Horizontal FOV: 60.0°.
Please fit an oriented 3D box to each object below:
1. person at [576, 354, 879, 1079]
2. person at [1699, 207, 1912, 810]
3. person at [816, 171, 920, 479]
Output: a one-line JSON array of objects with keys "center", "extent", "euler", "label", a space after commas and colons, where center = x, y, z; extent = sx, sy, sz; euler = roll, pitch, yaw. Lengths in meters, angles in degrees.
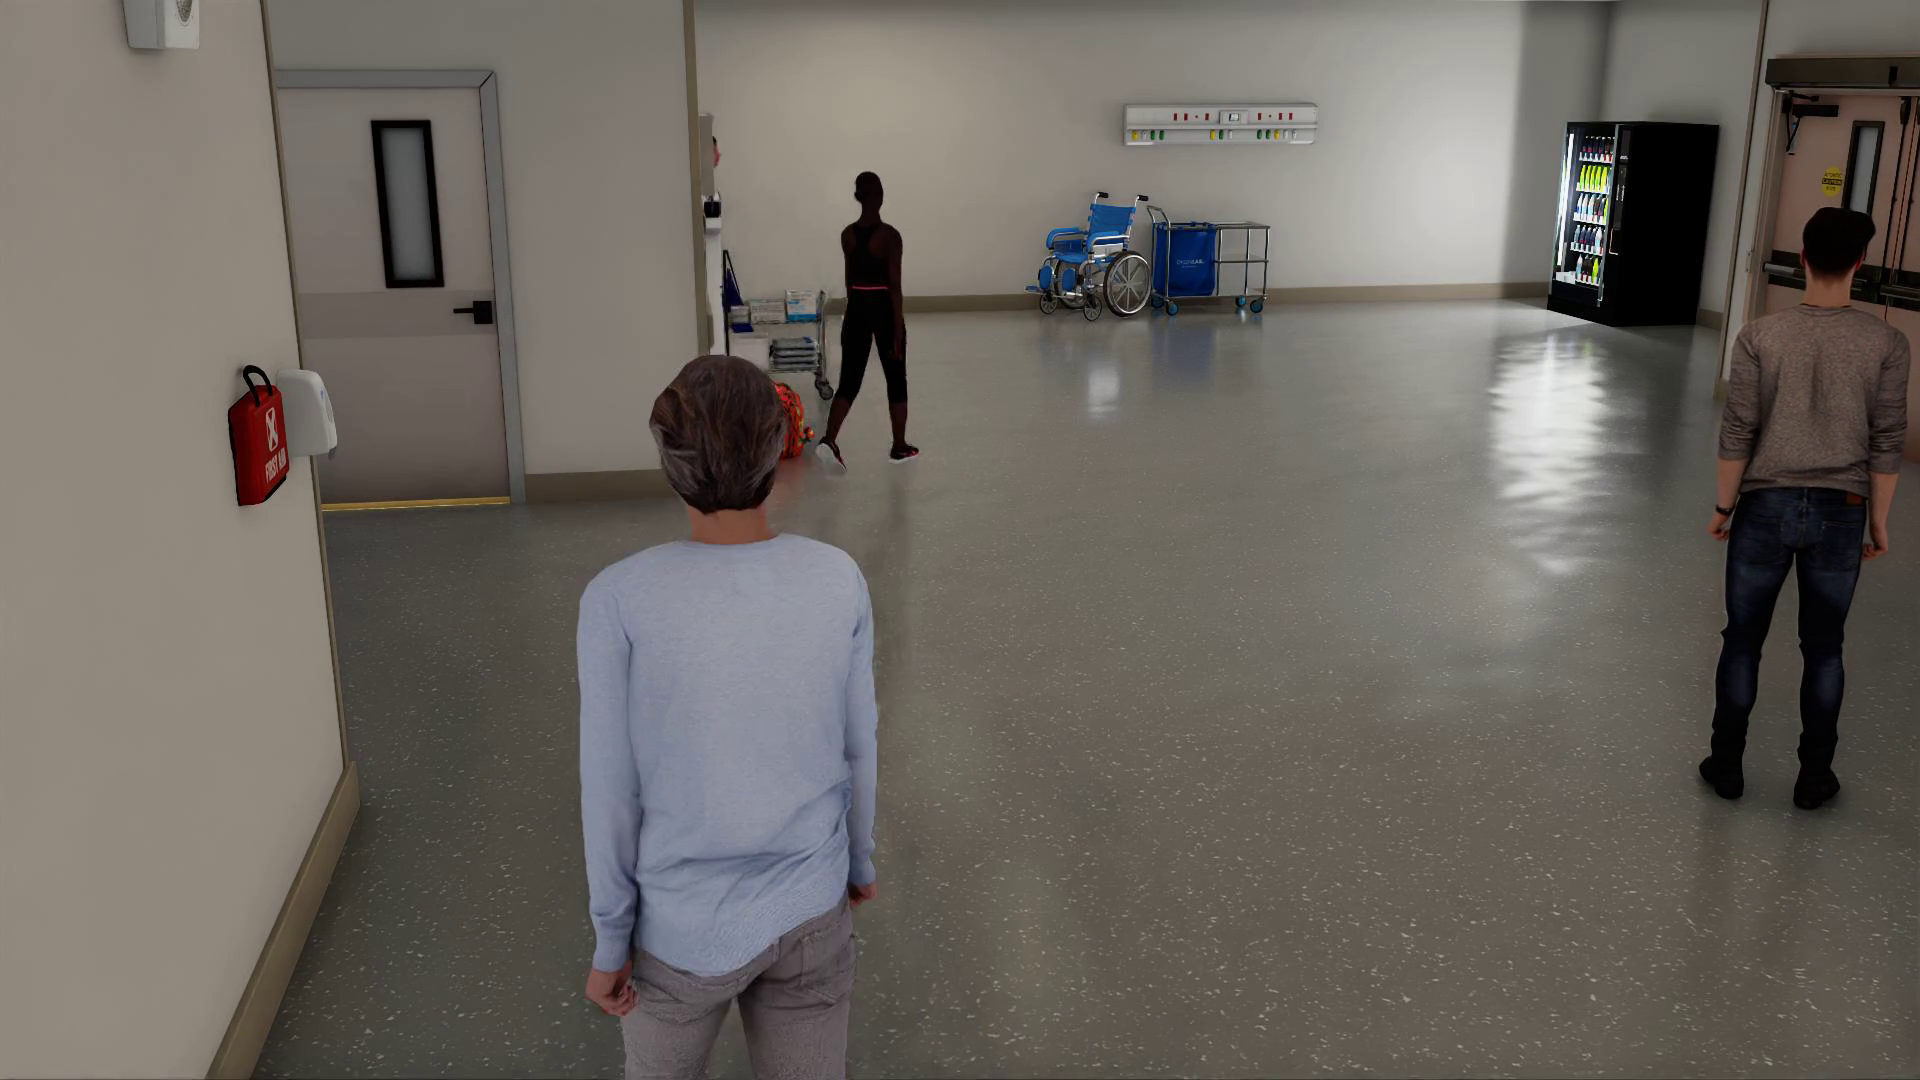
[{"center": [-0.331, 0.671, 2.660], "extent": [0.769, 1.863, 1.022], "euler": [-5, 17, -17], "label": "person"}, {"center": [2.657, -0.083, 5.261], "extent": [0.773, 1.904, 0.782], "euler": [6, 17, 22], "label": "person"}, {"center": [-0.573, -1.203, 9.573], "extent": [1.052, 1.721, 1.225], "euler": [8, 18, 27], "label": "person"}]
